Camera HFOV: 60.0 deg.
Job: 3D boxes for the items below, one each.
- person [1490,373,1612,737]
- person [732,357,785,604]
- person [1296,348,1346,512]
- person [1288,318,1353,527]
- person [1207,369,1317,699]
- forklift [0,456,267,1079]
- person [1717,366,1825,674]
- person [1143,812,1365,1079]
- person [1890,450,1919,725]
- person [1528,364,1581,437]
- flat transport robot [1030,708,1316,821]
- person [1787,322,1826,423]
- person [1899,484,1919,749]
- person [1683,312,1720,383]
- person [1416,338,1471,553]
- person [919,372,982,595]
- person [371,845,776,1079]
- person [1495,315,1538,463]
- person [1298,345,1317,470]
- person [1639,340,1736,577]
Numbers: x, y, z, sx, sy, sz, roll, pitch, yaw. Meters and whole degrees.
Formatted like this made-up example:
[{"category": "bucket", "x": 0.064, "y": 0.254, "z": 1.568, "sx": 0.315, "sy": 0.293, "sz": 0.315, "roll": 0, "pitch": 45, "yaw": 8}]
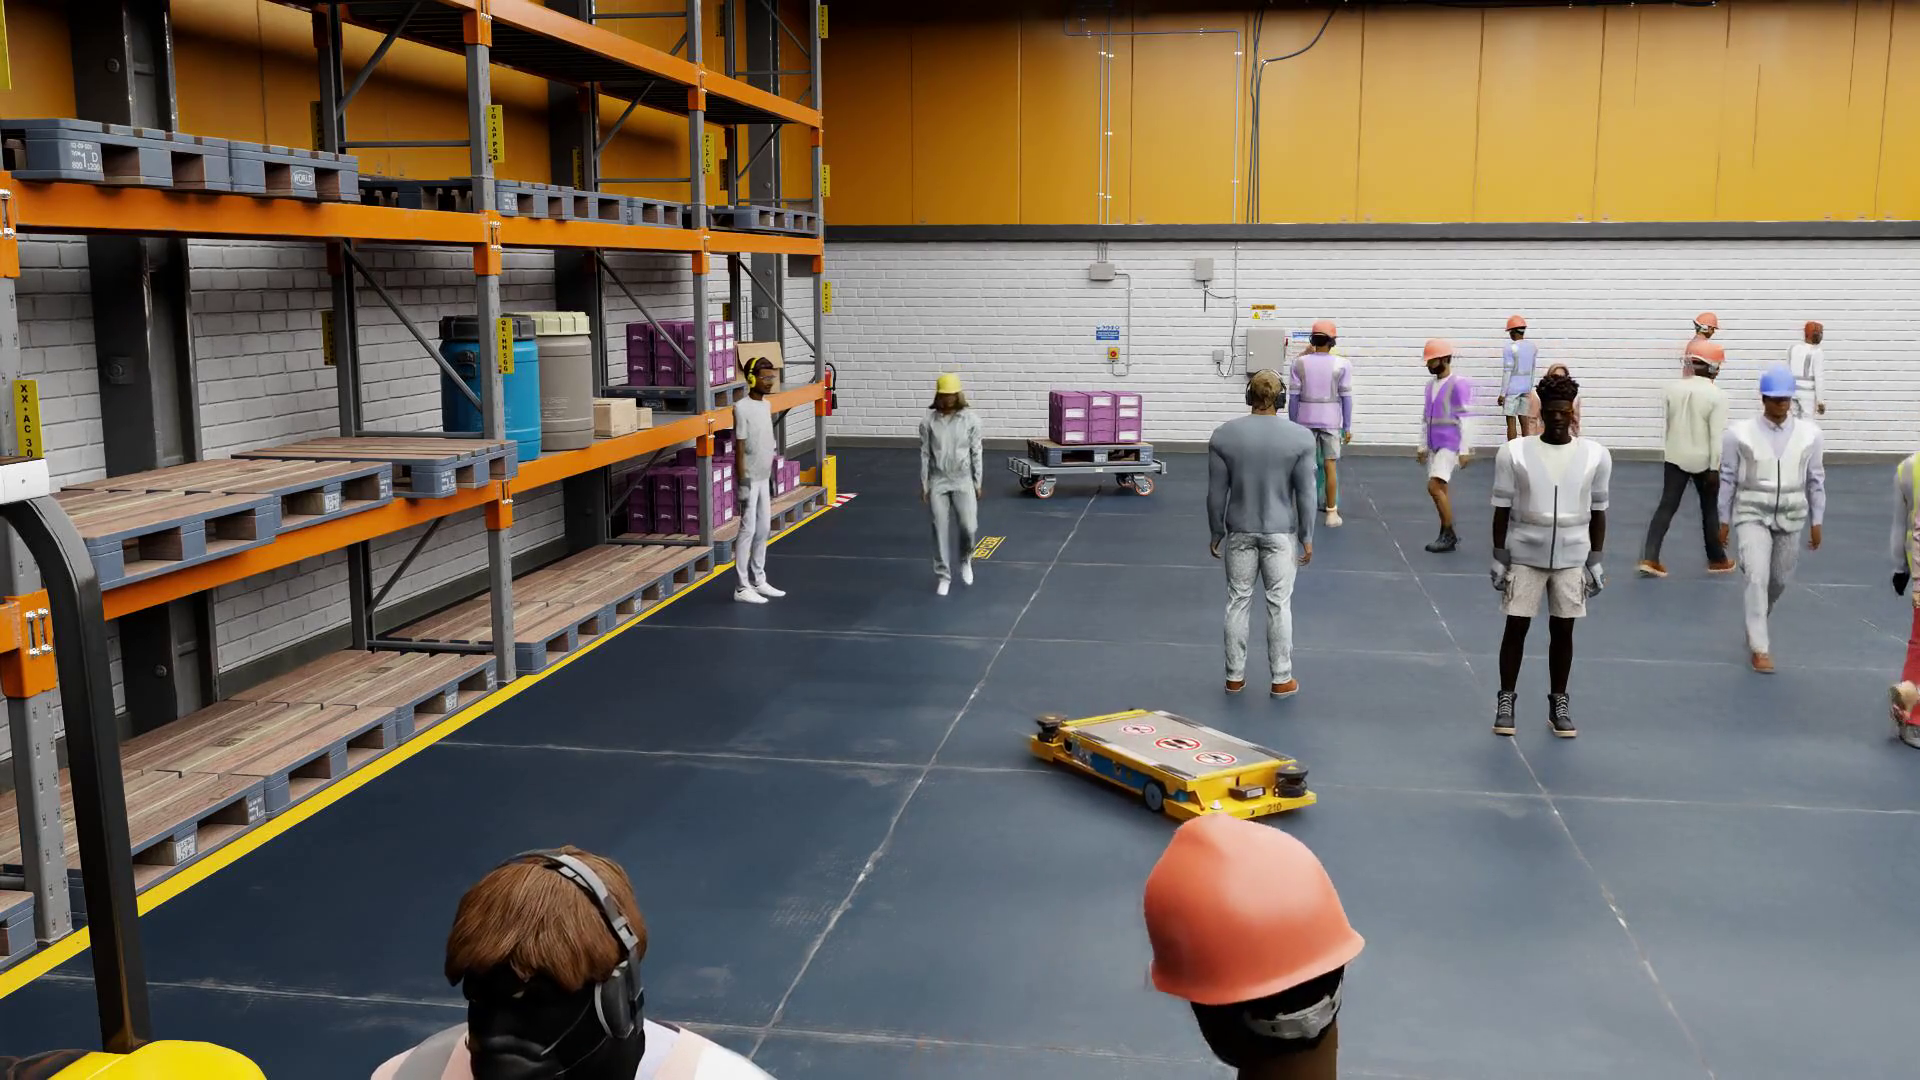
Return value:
[{"category": "person", "x": 3.165, "y": 0.085, "z": 8.951, "sx": 0.608, "sy": 1.965, "sz": 0.369, "roll": 2, "pitch": 9, "yaw": 10}, {"category": "person", "x": -1.540, "y": -0.453, "z": 12.618, "sx": 0.328, "sy": 1.861, "sz": 0.542, "roll": 4, "pitch": 10, "yaw": 22}, {"category": "person", "x": 3.753, "y": -1.180, "z": 17.451, "sx": 0.535, "sy": 1.732, "sz": 0.817, "roll": -4, "pitch": 10, "yaw": -24}, {"category": "person", "x": 3.534, "y": -1.145, "z": 16.309, "sx": 0.615, "sy": 2.038, "sz": 0.395, "roll": 4, "pitch": 10, "yaw": 21}, {"category": "person", "x": 1.768, "y": -0.032, "z": 9.761, "sx": 0.638, "sy": 1.938, "sz": 0.357, "roll": 3, "pitch": 10, "yaw": 19}, {"category": "forklift", "x": -2.328, "y": 0.975, "z": 2.765, "sx": 2.313, "sy": 2.155, "sz": 1.214, "roll": 1, "pitch": 9, "yaw": 9}, {"category": "person", "x": 5.165, "y": -0.161, "z": 10.635, "sx": 0.613, "sy": 1.915, "sz": 0.912, "roll": 2, "pitch": 9, "yaw": 11}, {"category": "person", "x": 0.447, "y": 1.259, "z": 1.985, "sx": 0.649, "sy": 1.871, "sz": 0.999, "roll": 4, "pitch": 10, "yaw": 25}, {"category": "person", "x": 5.300, "y": 0.154, "z": 8.979, "sx": 0.762, "sy": 1.819, "sz": 0.619, "roll": -4, "pitch": 10, "yaw": -23}, {"category": "person", "x": 5.724, "y": -0.881, "z": 15.981, "sx": 0.535, "sy": 1.604, "sz": 0.757, "roll": 0, "pitch": 9, "yaw": 3}, {"category": "flat transport robot", "x": 1.002, "y": 1.067, "z": 8.110, "sx": 0.652, "sy": 0.197, "sz": 1.431, "roll": -5, "pitch": 11, "yaw": -30}, {"category": "person", "x": 10.592, "y": -1.786, "z": 20.839, "sx": 0.451, "sy": 1.882, "sz": 0.647, "roll": -2, "pitch": 9, "yaw": -13}, {"category": "person", "x": 5.238, "y": 0.223, "z": 8.718, "sx": 0.526, "sy": 1.768, "sz": 0.330, "roll": -1, "pitch": 9, "yaw": -4}, {"category": "person", "x": 9.279, "y": -1.859, "z": 20.886, "sx": 0.390, "sy": 1.986, "sz": 0.609, "roll": 1, "pitch": 9, "yaw": 8}, {"category": "person", "x": 4.248, "y": -0.830, "z": 14.754, "sx": 0.494, "sy": 1.913, "sz": 0.566, "roll": -3, "pitch": 10, "yaw": -18}, {"category": "person", "x": -0.074, "y": -0.430, "z": 12.852, "sx": 0.487, "sy": 1.736, "sz": 0.391, "roll": 0, "pitch": 9, "yaw": 2}, {"category": "person", "x": -0.471, "y": 1.266, "z": 2.051, "sx": 0.637, "sy": 1.842, "sz": 0.429, "roll": 2, "pitch": 9, "yaw": 11}, {"category": "person", "x": 7.184, "y": -1.936, "z": 21.523, "sx": 0.543, "sy": 1.933, "sz": 0.369, "roll": -5, "pitch": 10, "yaw": -27}, {"category": "person", "x": 4.326, "y": -1.674, "z": 20.919, "sx": 0.310, "sy": 1.611, "sz": 0.607, "roll": -8, "pitch": 12, "yaw": -39}, {"category": "person", "x": 5.988, "y": -0.658, "z": 13.619, "sx": 1.014, "sy": 1.953, "sz": 0.618, "roll": -6, "pitch": 11, "yaw": -32}]
